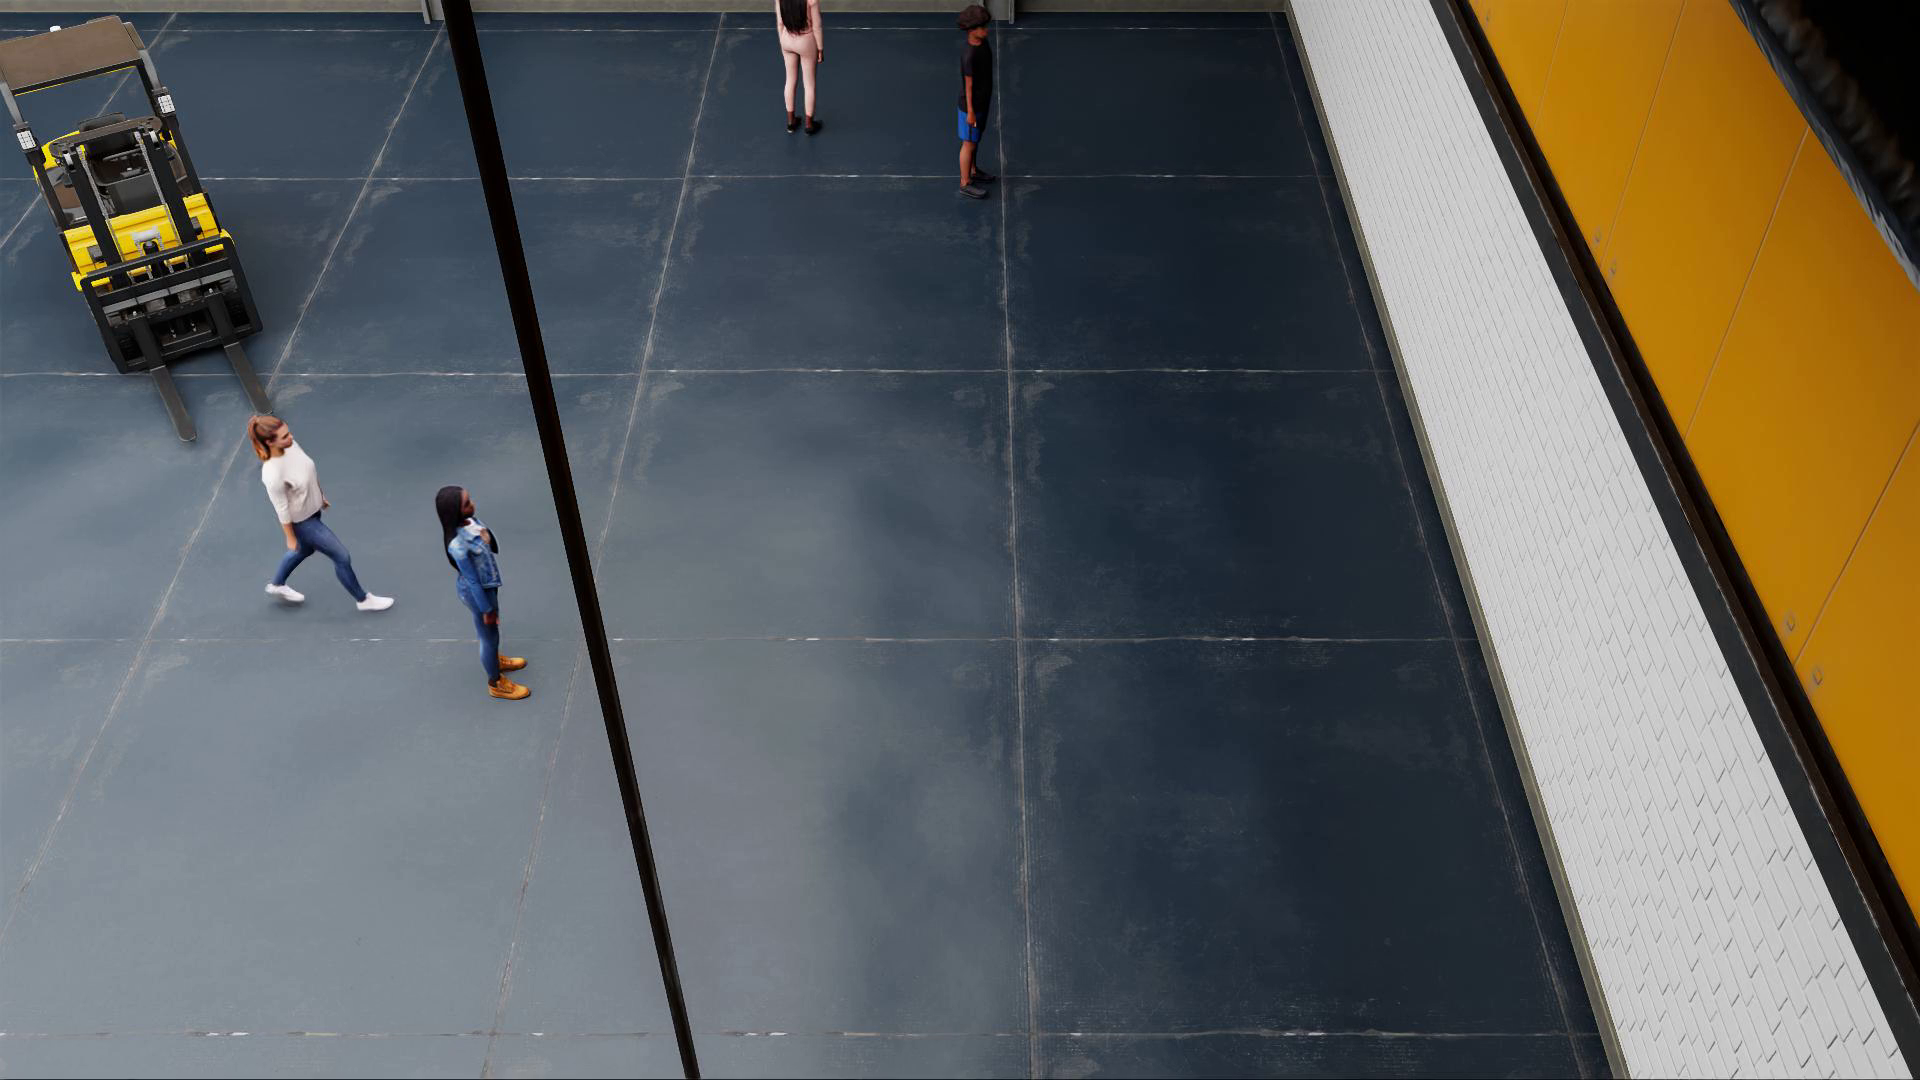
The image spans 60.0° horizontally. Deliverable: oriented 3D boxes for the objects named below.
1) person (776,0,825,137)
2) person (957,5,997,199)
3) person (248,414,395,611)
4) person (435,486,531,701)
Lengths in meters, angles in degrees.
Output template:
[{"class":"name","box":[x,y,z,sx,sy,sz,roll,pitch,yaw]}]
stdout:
[{"class":"person","box":[-1.526,-4.688,15.827,0.582,1.718,0.740,15,46,15]},{"class":"person","box":[0.128,-3.979,15.026,0.650,1.797,0.676,12,45,12]},{"class":"person","box":[-4.452,-0.141,11.079,1.100,1.684,0.638,-2,44,-2]},{"class":"person","box":[-3.060,0.318,10.577,0.590,1.713,0.644,-9,44,-10]}]
